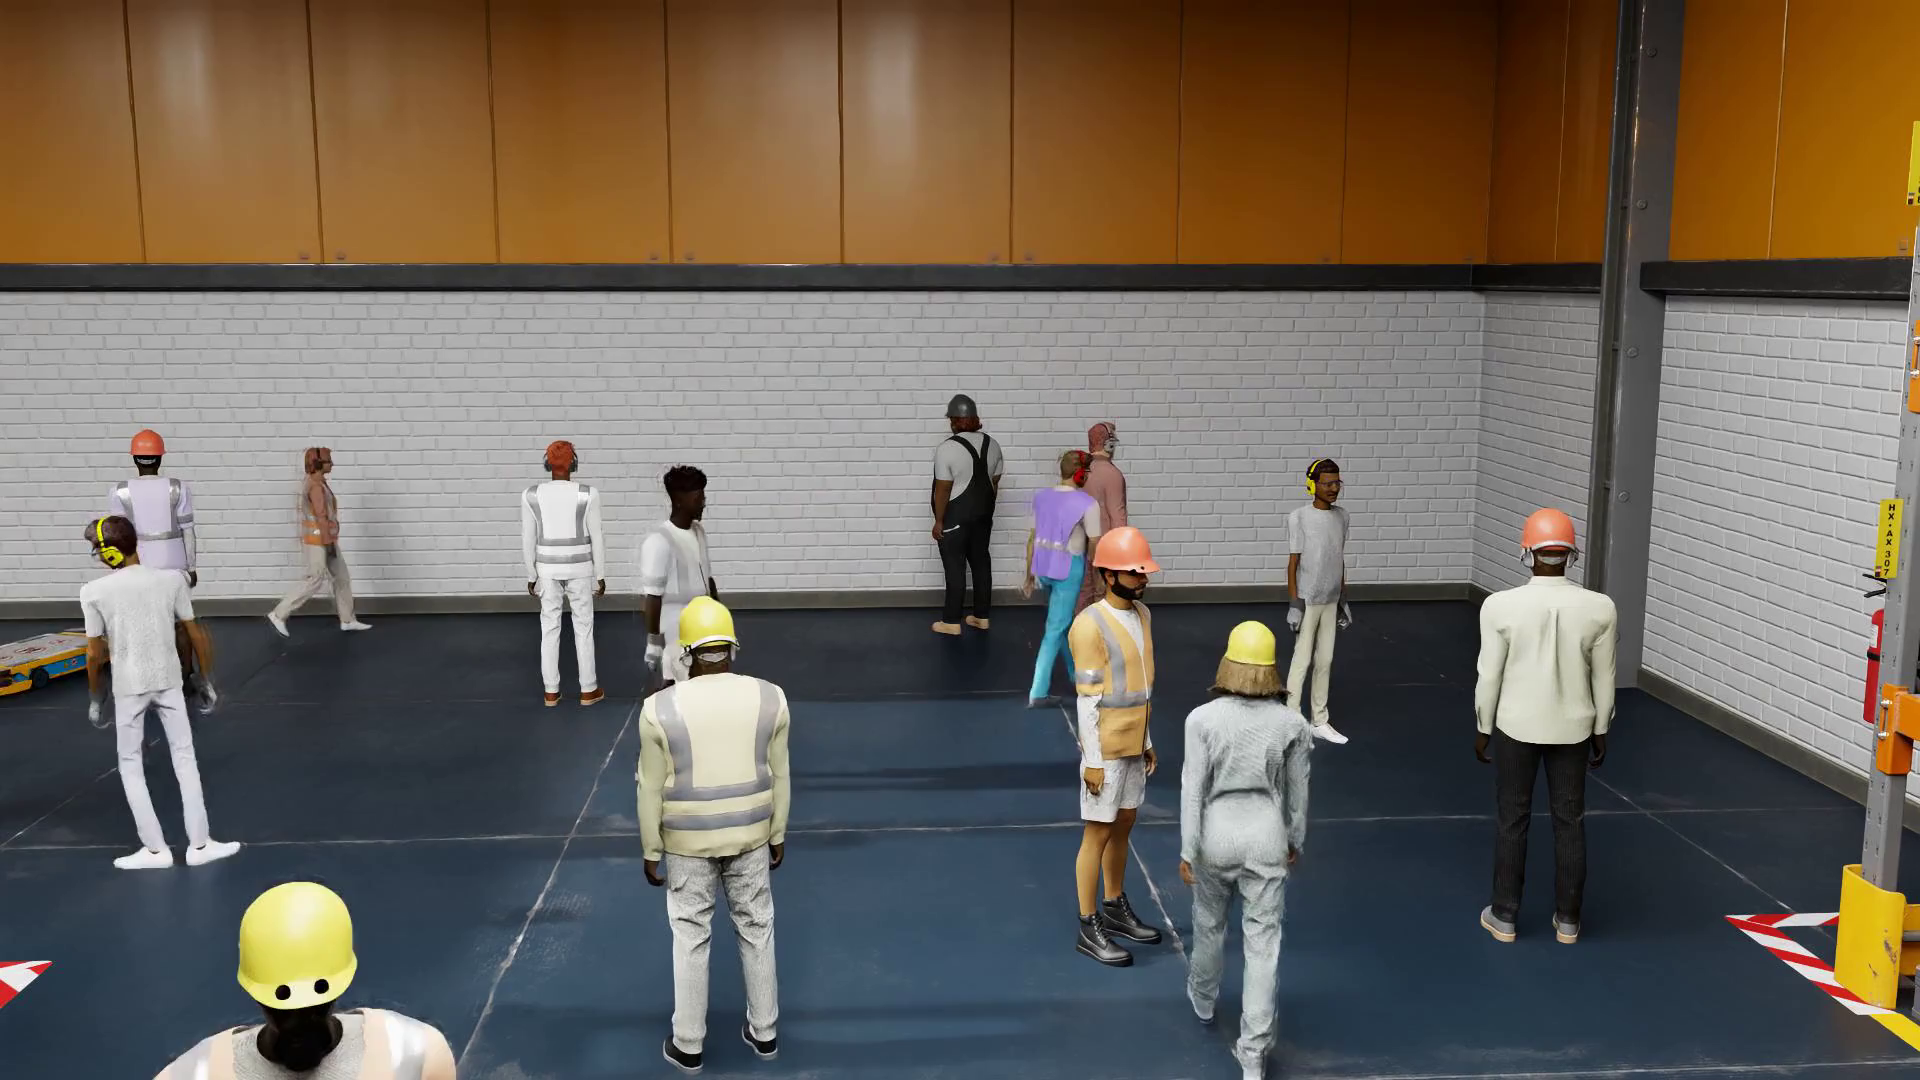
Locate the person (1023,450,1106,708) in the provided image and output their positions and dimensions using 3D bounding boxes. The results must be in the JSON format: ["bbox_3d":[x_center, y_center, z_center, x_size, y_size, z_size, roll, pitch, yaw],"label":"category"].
[{"bbox_3d":[0.808,0.263,11.806,0.923,1.797,0.573,-8,12,-41],"label":"person"}]

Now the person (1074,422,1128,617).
[{"bbox_3d":[1.096,0.040,12.888,0.407,1.905,0.655,-6,11,-32],"label":"person"}]

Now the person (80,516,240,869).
[{"bbox_3d":[-4.083,0.773,8.514,0.675,1.833,0.307,-6,11,-33],"label":"person"}]

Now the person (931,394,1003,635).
[{"bbox_3d":[-0.001,-0.227,14.142,0.684,2.000,0.538,-8,12,-41],"label":"person"}]

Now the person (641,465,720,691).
[{"bbox_3d":[-1.520,0.522,9.754,0.903,1.925,0.635,2,9,14],"label":"person"}]

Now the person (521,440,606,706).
[{"bbox_3d":[-2.777,0.237,11.716,0.575,1.884,0.355,0,9,-2],"label":"person"}]

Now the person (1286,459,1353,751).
[{"bbox_3d":[2.313,0.407,10.697,0.510,1.872,0.328,-6,11,-32],"label":"person"}]

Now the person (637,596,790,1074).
[{"bbox_3d":[-0.939,1.121,6.372,0.591,1.823,0.405,-4,10,-22],"label":"person"}]

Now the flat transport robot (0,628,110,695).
[{"bbox_3d":[-6.961,0.906,12.564,0.652,0.197,1.431,2,9,15],"label":"flat transport robot"}]

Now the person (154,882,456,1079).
[{"bbox_3d":[-1.347,1.554,3.494,0.594,1.881,0.994,-4,10,-24],"label":"person"}]

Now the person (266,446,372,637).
[{"bbox_3d":[-5.432,0.013,13.984,0.768,1.607,0.514,-2,9,-15],"label":"person"}]

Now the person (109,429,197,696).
[{"bbox_3d":[-5.760,0.178,11.919,0.542,1.939,0.359,-5,10,-26],"label":"person"}]

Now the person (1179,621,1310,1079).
[{"bbox_3d":[1.095,1.154,6.491,0.497,1.709,0.821,0,9,3],"label":"person"}]

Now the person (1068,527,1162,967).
[{"bbox_3d":[0.711,0.898,7.397,0.354,1.939,0.545,6,11,34],"label":"person"}]

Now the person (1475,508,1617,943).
[{"bbox_3d":[2.641,0.846,7.543,0.611,1.996,0.375,1,9,7],"label":"person"}]
